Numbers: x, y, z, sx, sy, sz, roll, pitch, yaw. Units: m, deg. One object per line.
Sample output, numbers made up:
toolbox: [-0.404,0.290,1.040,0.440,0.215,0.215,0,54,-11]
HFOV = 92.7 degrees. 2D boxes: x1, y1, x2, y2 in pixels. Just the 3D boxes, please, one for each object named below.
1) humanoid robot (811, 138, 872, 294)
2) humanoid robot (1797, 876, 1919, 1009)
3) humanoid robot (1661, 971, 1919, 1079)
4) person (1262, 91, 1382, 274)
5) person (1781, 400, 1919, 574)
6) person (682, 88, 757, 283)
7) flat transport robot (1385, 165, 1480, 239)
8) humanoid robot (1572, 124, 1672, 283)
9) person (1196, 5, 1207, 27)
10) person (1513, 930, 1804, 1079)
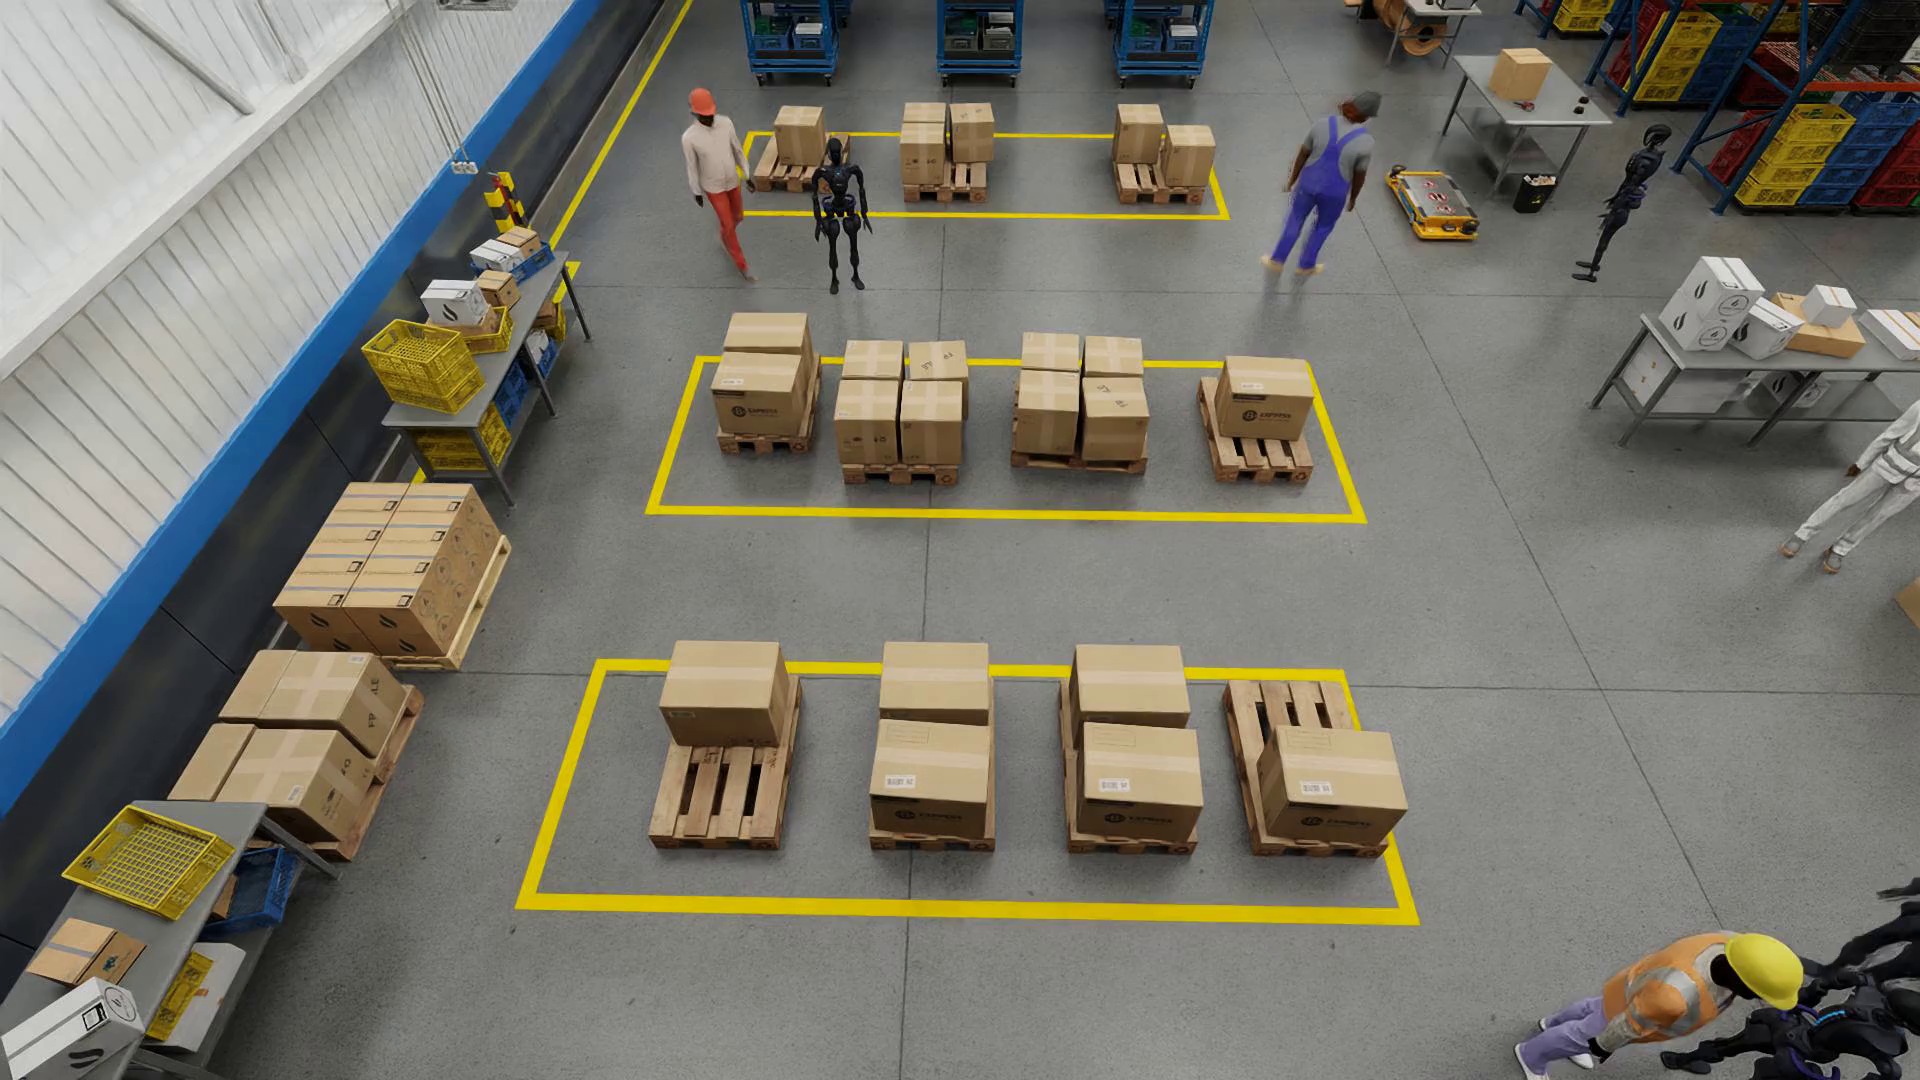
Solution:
humanoid robot: [-1.220,-3.325,9.470,0.602,1.658,0.324,-12,50,-10]
humanoid robot: [5.157,2.092,4.792,0.451,1.638,0.642,18,51,15]
humanoid robot: [4.063,2.489,4.438,0.331,1.657,0.586,14,51,12]
person: [3.814,-3.761,9.618,0.811,2.000,0.571,30,55,23]
person: [7.076,-0.482,6.884,0.573,1.881,0.357,32,56,25]
person: [-2.520,-3.774,9.676,0.617,1.964,0.847,-36,58,-27]
flat transport robot: [5.692,-4.094,11.059,0.652,0.197,1.431,1,49,1]
humanoid robot: [6.985,-3.549,9.673,0.328,1.651,0.572,25,54,20]
person: [3.971,-9.152,14.471,0.528,1.745,0.567,3,49,2]
person: [3.331,2.299,4.449,0.594,1.924,0.376,-24,53,-20]
